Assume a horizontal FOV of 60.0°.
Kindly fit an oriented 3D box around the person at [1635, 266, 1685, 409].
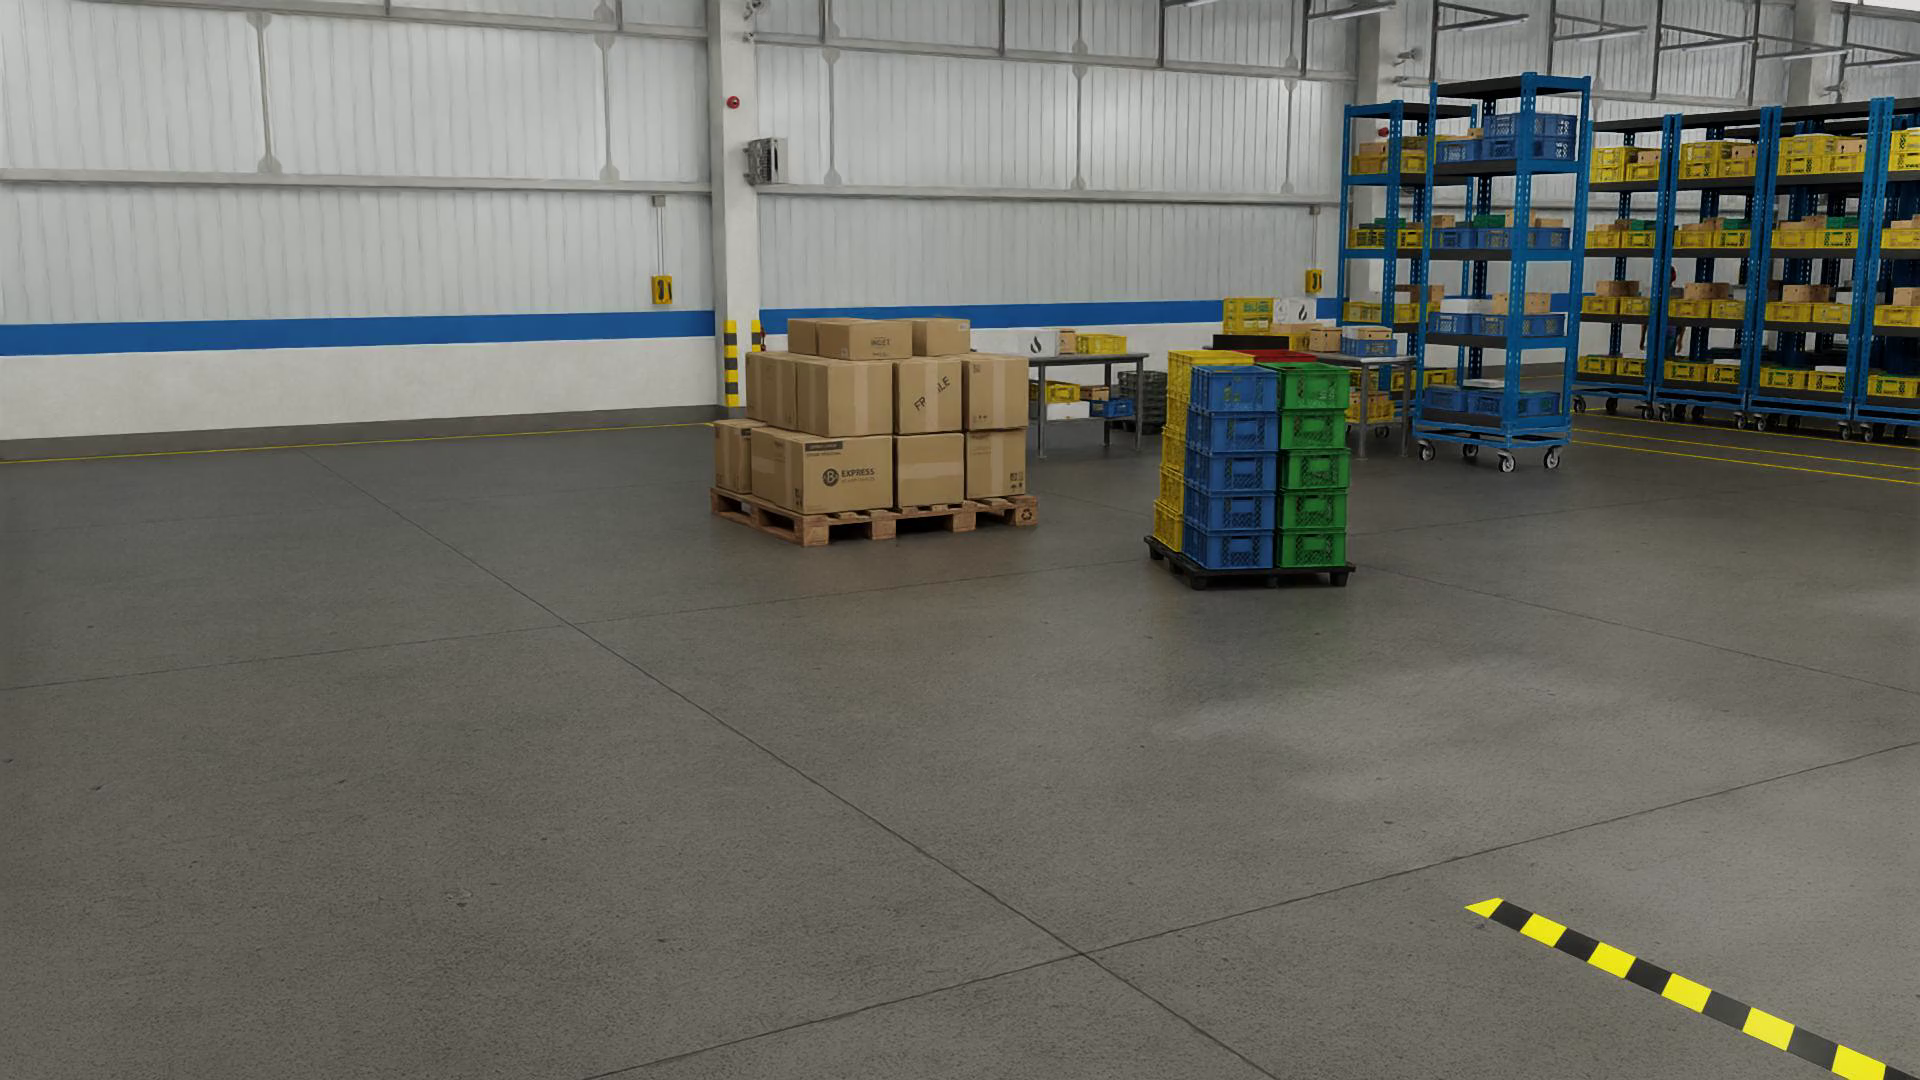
[{"bbox_3d":[8.961,-2.579,21.204,0.389,1.847,0.567,-10,14,-44],"label":"person"}]
